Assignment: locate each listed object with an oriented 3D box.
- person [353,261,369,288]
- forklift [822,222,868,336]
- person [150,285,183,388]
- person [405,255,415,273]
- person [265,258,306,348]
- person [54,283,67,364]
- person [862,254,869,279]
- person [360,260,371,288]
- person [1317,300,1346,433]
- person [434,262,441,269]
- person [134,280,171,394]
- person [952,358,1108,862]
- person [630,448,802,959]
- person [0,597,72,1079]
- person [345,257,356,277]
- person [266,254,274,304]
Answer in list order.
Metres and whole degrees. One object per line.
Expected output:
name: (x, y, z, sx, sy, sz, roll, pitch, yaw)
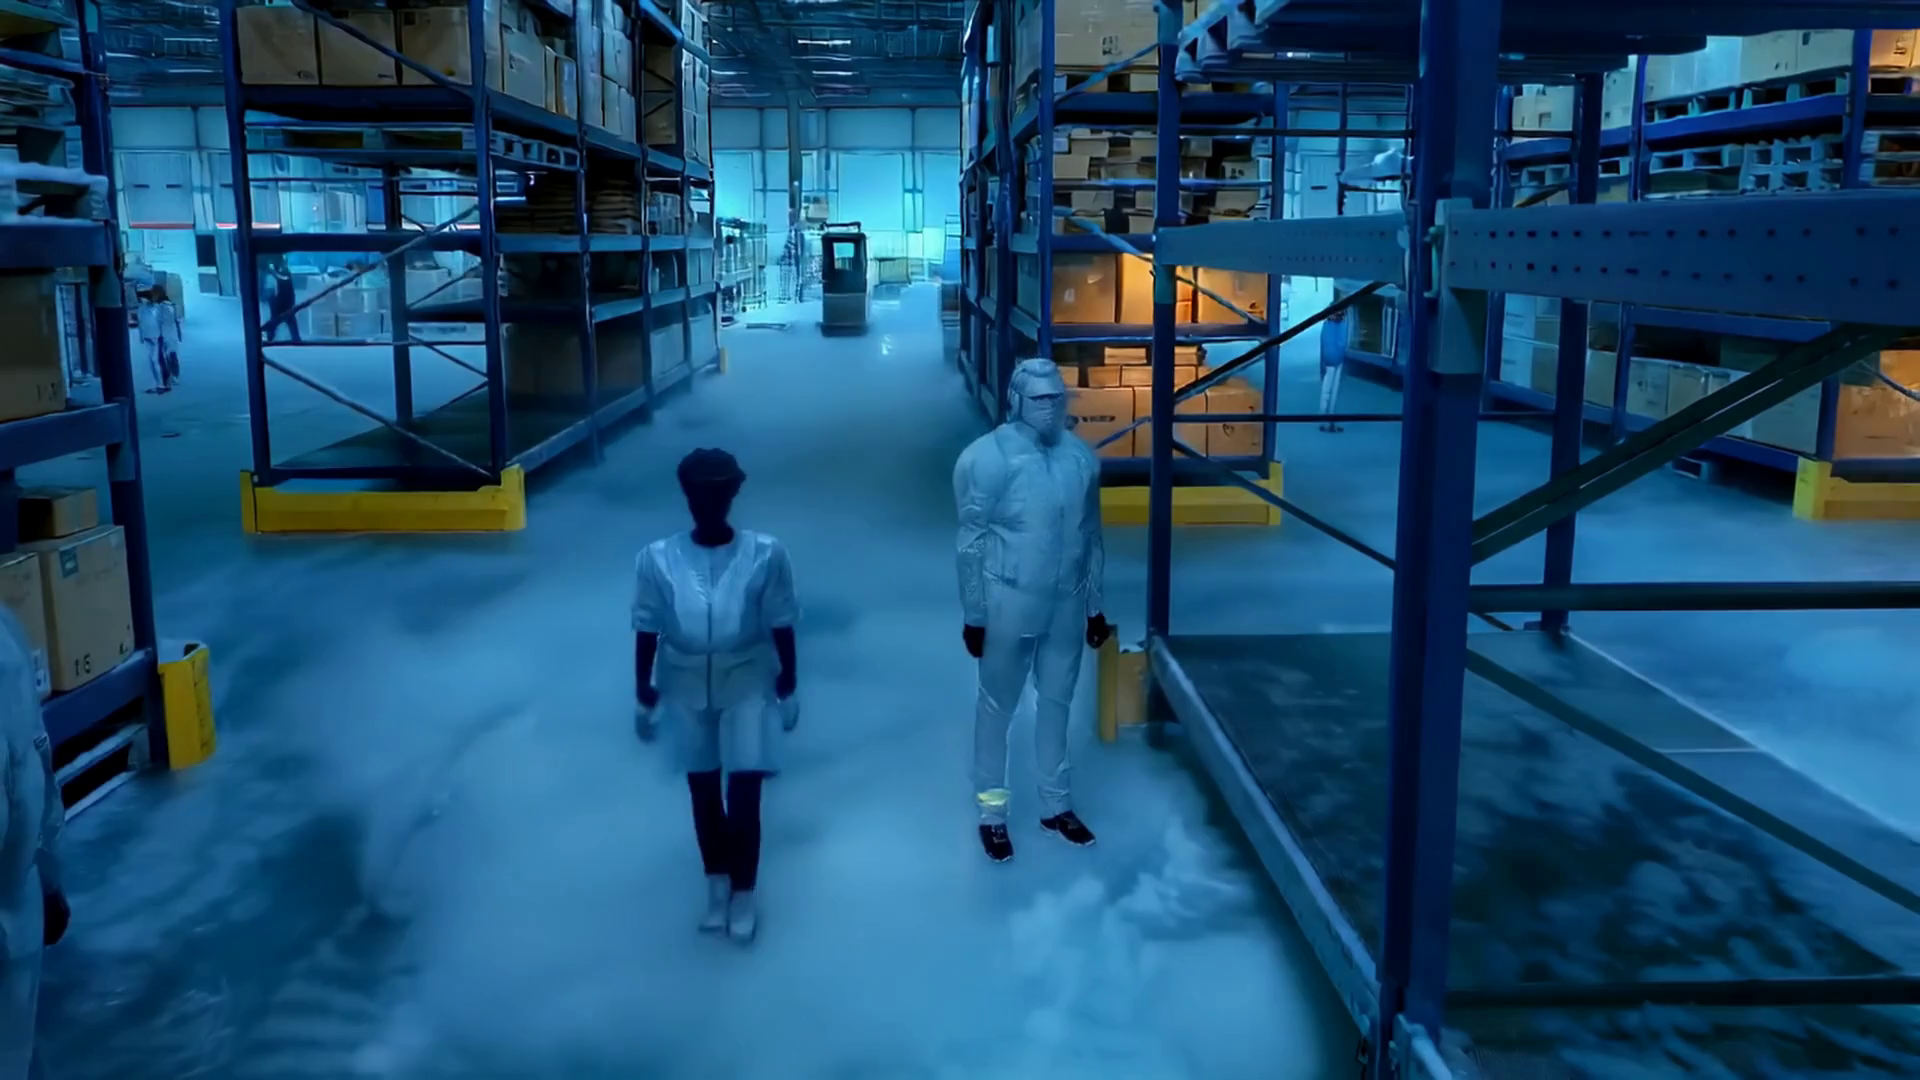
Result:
person: (-15.139, -6.167, 42.317, 0.990, 1.871, 0.596, -1, 10, -6)
forklift: (-2.867, -6.502, 41.343, 1.129, 2.768, 1.873, 0, 10, -2)
person: (-12.911, -3.294, 26.917, 0.541, 1.631, 0.849, -9, 13, -41)
person: (-20.659, -9.786, 62.581, 0.430, 1.835, 0.630, -6, 12, -29)
person: (-15.024, -5.259, 36.757, 1.030, 2.000, 0.696, 5, 11, 26)
person: (-17.049, -4.206, 31.138, 0.612, 1.957, 0.375, -7, 12, -33)
person: (-3.252, -8.741, 56.496, 0.376, 1.918, 0.584, -3, 11, -15)
person: (-20.381, -8.709, 56.903, 0.503, 1.695, 0.899, 1, 10, 8)
person: (4.604, -2.148, 20.559, 0.285, 1.633, 0.497, 9, 14, 42)
person: (-17.685, -8.583, 56.364, 0.861, 1.647, 0.544, -9, 14, -42)
person: (-12.505, -3.125, 25.669, 0.525, 1.756, 0.364, 8, 13, 38)
person: (0.293, 0.260, 6.384, 0.643, 1.909, 0.410, -5, 11, -27)
person: (-0.814, 0.535, 5.462, 0.557, 1.676, 0.601, 1, 10, 3)
person: (-2.129, 0.783, 3.512, 0.395, 1.899, 0.642, 2, 10, 11)
person: (-18.144, -7.517, 49.807, 0.518, 1.874, 0.330, 5, 11, 25)
person: (-25.897, -9.897, 63.039, 0.668, 1.896, 0.948, 7, 13, 36)
